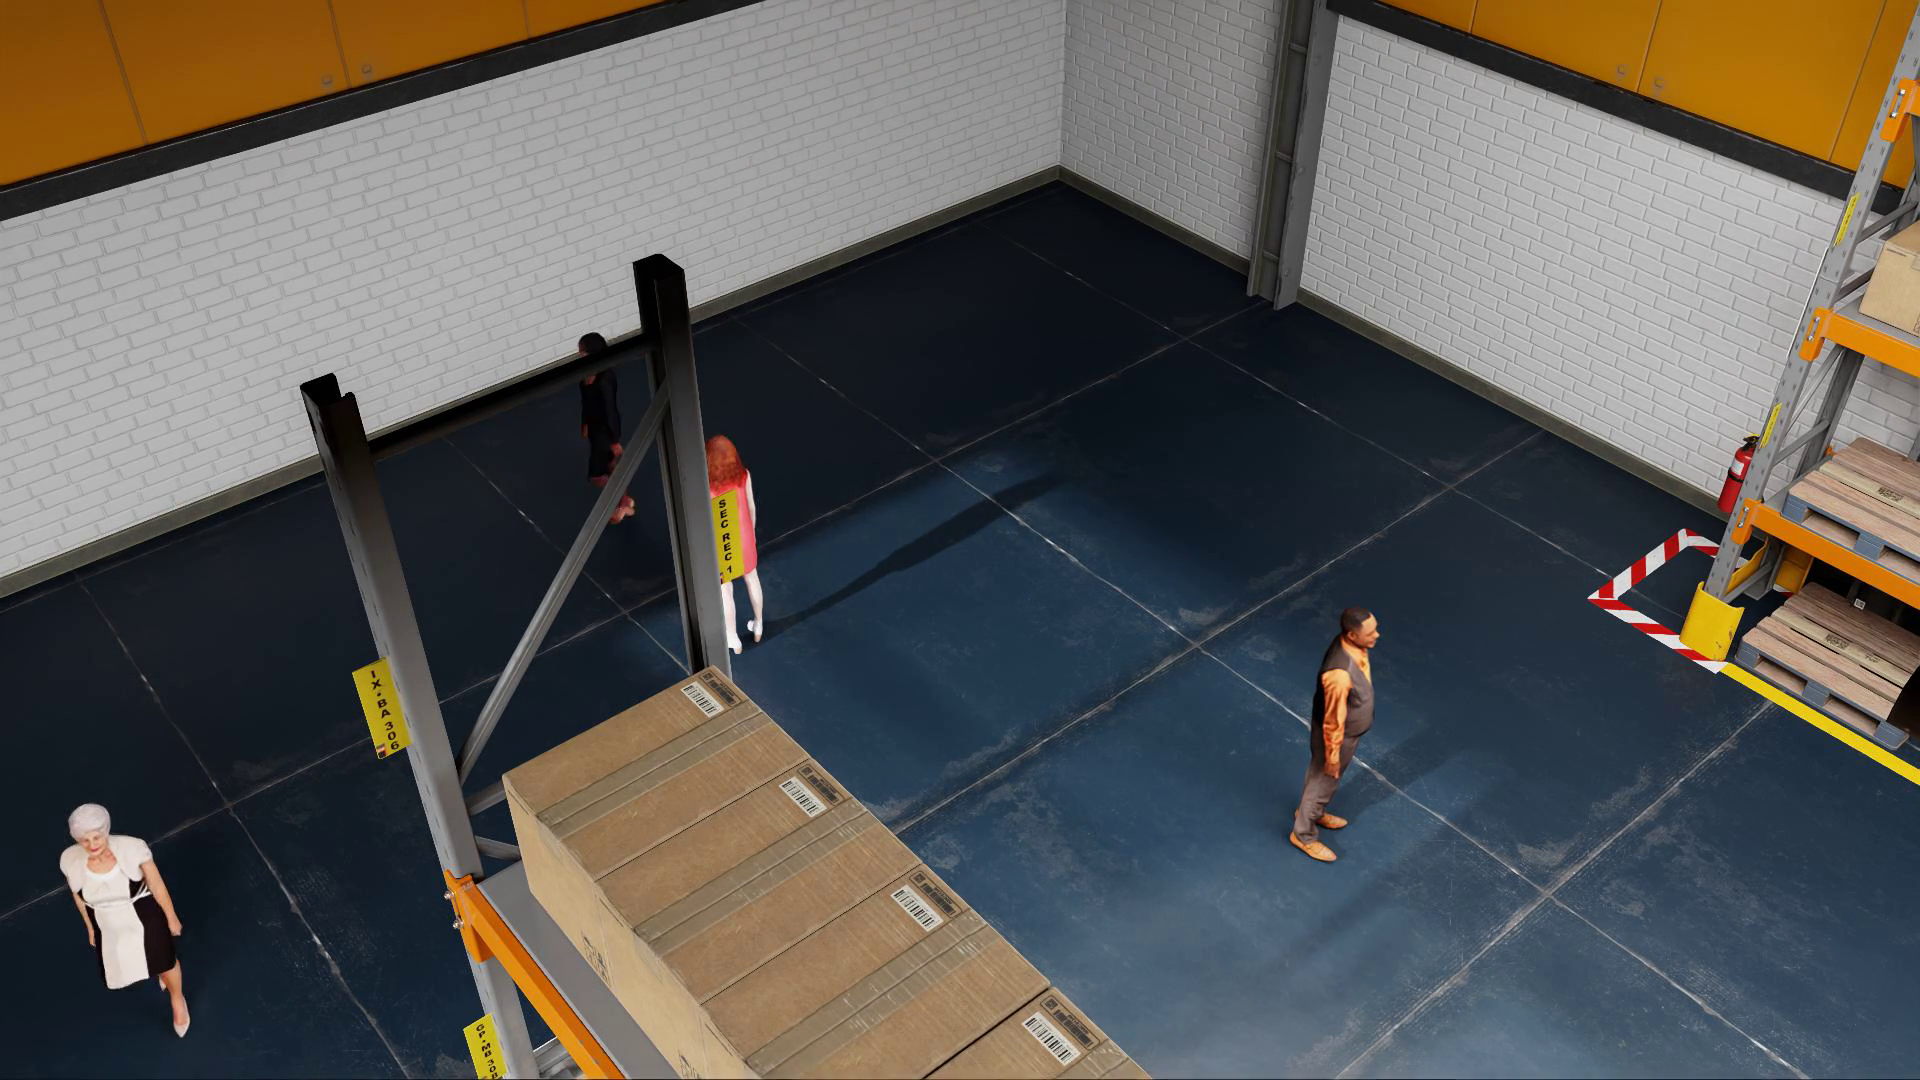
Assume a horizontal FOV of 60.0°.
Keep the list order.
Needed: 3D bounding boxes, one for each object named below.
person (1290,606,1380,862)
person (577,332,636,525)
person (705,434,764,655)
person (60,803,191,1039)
[{"bbox_3d":[2.274,1.145,10.120,0.781,1.908,0.785,14,41,17],"label":"person"},{"bbox_3d":[-2.657,-0.851,12.779,0.718,1.710,0.575,-21,43,-24],"label":"person"},{"bbox_3d":[-1.591,0.029,11.582,0.595,1.828,0.501,-26,46,-29],"label":"person"},{"bbox_3d":[-4.542,2.034,9.140,0.821,1.742,0.915,-8,39,-10],"label":"person"}]
